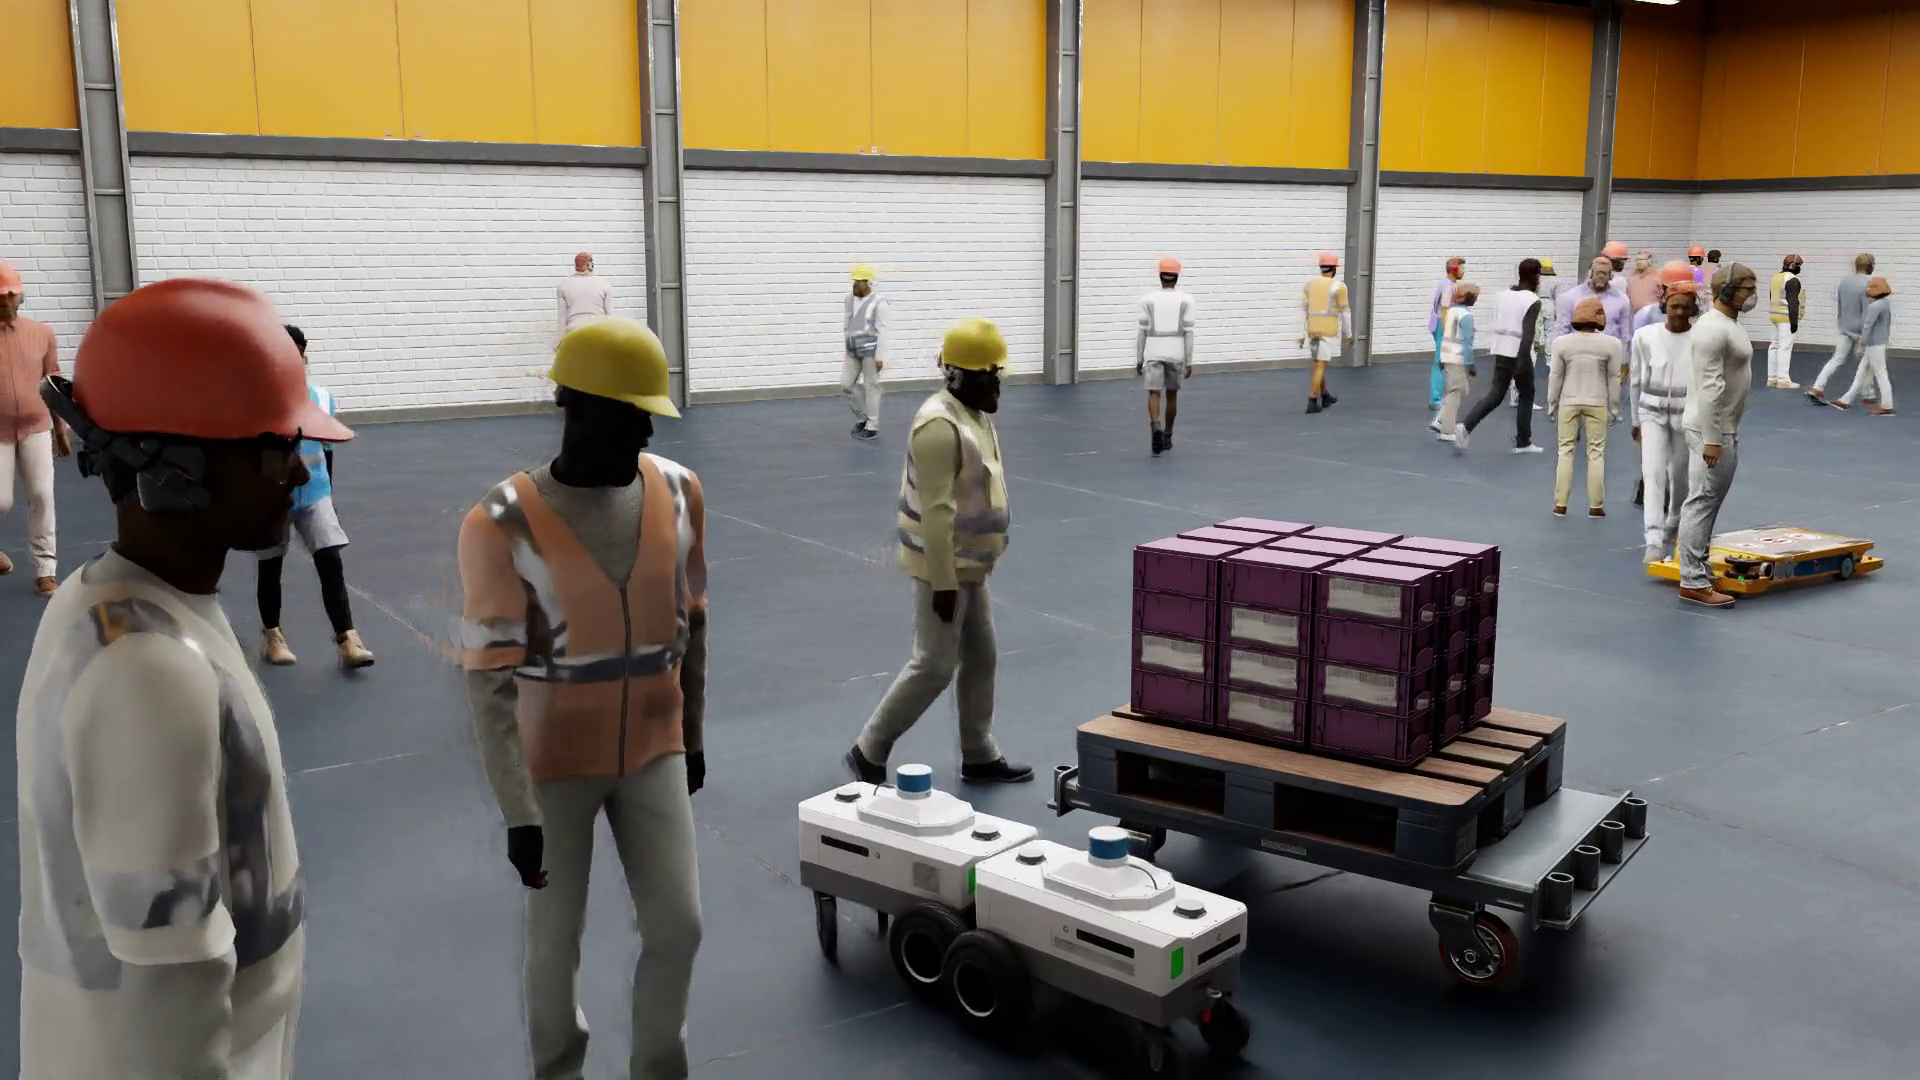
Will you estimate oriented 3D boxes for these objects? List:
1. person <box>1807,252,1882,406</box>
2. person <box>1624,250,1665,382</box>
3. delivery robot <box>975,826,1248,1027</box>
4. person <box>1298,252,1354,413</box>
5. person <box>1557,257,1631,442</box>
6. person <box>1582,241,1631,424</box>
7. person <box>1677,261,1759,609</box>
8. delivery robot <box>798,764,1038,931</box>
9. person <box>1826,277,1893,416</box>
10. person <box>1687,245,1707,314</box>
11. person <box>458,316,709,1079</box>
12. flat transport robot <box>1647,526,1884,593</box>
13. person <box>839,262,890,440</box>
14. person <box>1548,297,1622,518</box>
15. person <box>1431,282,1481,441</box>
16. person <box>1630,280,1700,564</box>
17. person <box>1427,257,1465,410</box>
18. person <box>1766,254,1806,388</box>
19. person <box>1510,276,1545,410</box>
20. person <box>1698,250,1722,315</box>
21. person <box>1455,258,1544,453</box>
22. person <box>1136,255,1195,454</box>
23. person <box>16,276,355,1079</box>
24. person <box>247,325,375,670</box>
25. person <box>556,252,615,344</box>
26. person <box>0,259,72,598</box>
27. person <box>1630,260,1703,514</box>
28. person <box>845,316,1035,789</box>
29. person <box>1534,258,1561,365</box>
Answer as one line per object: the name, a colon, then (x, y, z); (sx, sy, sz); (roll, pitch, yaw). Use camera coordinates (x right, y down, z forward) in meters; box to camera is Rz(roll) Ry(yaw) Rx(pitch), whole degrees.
person: (10.951, -2.583, 20.445); (0.964, 1.906, 0.644); (-2, 11, -10)
person: (9.680, -3.176, 23.717); (0.723, 1.880, 0.674); (-9, 14, -42)
delivery robot: (0.380, 0.984, 4.295); (0.707, 0.478, 0.477); (9, 14, 42)
person: (4.382, -2.473, 19.828); (0.562, 1.890, 0.955); (10, 14, 42)
person: (6.108, -1.787, 16.085); (0.655, 1.887, 0.620); (3, 11, 17)
person: (7.177, -2.279, 18.423); (0.544, 2.025, 0.610); (-4, 11, -21)
person: (4.294, -0.597, 9.424); (0.372, 1.940, 0.632); (6, 12, 31)
delivery robot: (-0.132, 0.891, 4.804); (0.707, 0.478, 0.477); (8, 13, 38)
person: (10.611, -2.270, 19.507); (0.801, 1.592, 0.523); (9, 14, 41)
person: (11.773, -3.755, 26.744); (0.357, 1.938, 0.542); (-2, 11, -13)
person: (-0.767, 0.478, 3.600); (0.614, 1.902, 0.642); (-7, 12, -33)
flat transport robot: (4.931, 0.104, 10.154); (1.431, 0.197, 0.652); (-6, 12, -32)
person: (-0.987, -1.927, 17.042); (0.622, 1.817, 0.430); (9, 14, 40)
person: (4.625, -0.977, 12.345); (0.503, 1.631, 0.282); (5, 11, 24)
person: (5.058, -1.798, 16.889); (0.356, 1.624, 0.519); (0, 10, 2)
person: (4.678, -0.792, 10.873); (0.589, 1.823, 1.051); (5, 12, 27)
person: (5.829, -2.476, 20.034); (0.399, 1.834, 0.626); (4, 11, 19)
person: (11.416, -3.016, 22.971); (0.429, 1.838, 0.621); (0, 10, 1)
person: (6.864, -2.397, 20.117); (0.308, 1.640, 0.511); (-2, 10, -9)
person: (13.819, -4.417, 30.634); (0.429, 1.843, 0.627); (-7, 12, -33)
person: (5.219, -1.744, 15.887); (0.865, 1.887, 0.631); (-4, 11, -21)
person: (1.976, -1.780, 15.998); (0.551, 1.912, 0.823); (1, 10, 7)
person: (-0.968, 0.689, 2.151); (0.450, 2.036, 0.619); (-5, 11, -25)
person: (-3.138, -0.177, 7.884); (0.542, 1.662, 0.831); (-10, 14, -43)
person: (-4.286, -2.345, 19.117); (0.643, 1.902, 0.399); (-1, 10, -6)
person: (-5.570, -0.652, 9.673); (0.734, 1.962, 0.672); (9, 14, 40)
person: (5.394, -1.143, 12.537); (0.576, 1.887, 0.847); (-3, 11, -18)
person: (-0.080, 0.072, 6.151); (0.606, 1.805, 0.633); (2, 11, 12)
person: (9.461, -3.695, 26.975); (0.480, 1.734, 0.333); (2, 11, 13)
